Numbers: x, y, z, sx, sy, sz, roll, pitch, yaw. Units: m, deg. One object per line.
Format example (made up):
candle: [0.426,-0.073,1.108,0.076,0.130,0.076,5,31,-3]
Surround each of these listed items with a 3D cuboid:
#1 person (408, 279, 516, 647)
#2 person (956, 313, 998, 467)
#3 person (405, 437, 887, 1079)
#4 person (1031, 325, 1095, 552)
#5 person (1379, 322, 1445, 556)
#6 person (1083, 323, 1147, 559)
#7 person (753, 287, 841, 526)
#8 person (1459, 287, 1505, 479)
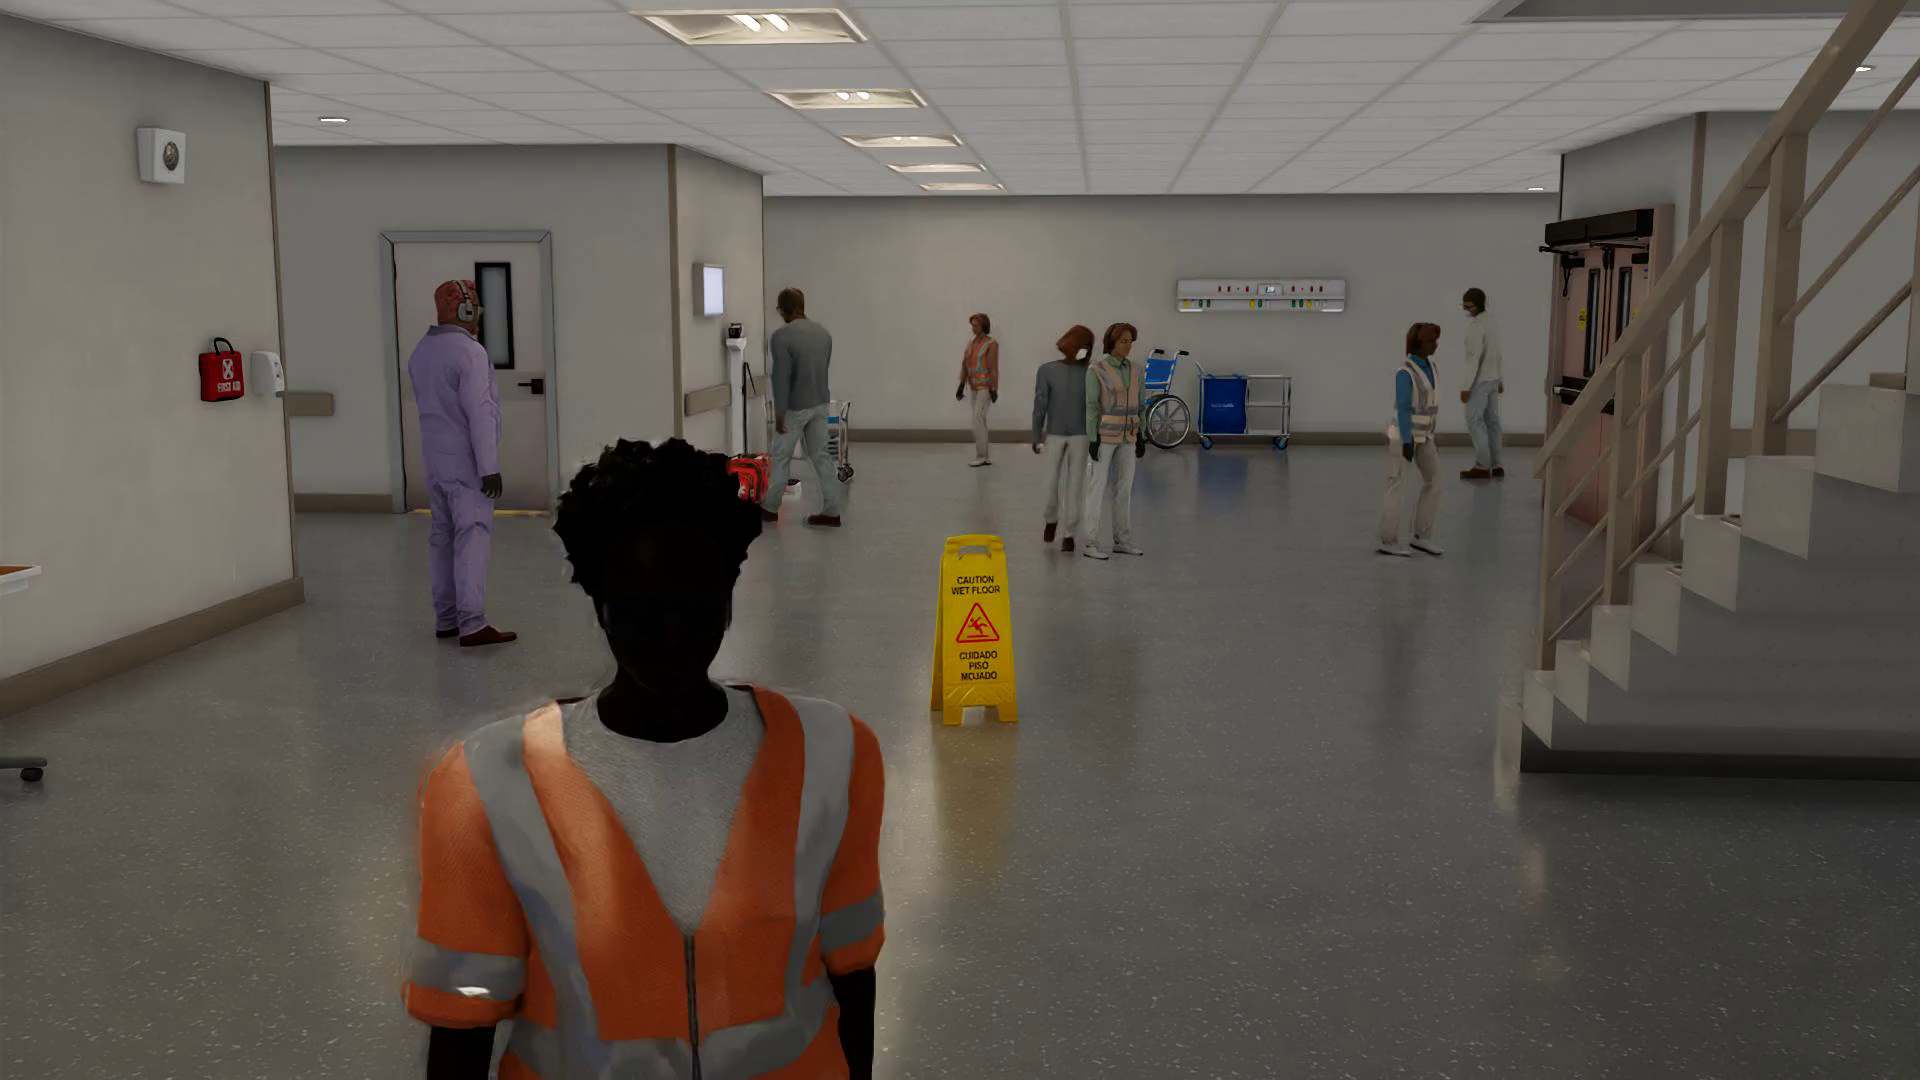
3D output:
person: [-2.593,-0.402,8.696,0.401,1.901,0.646,-8,12,-43]
person: [0.178,-1.580,17.618,0.424,1.627,0.567,-5,10,-29]
person: [-0.348,0.701,1.930,0.540,1.671,0.740,-3,9,-18]
person: [0.776,-0.724,11.854,0.531,1.610,0.389,1,8,4]
person: [3.164,-0.685,11.487,0.549,1.622,0.561,7,11,40]
person: [1.069,-0.681,11.497,0.514,1.630,0.318,-6,10,-35]
person: [-1.344,-1.052,13.172,0.840,1.892,0.667,8,11,42]
person: [5.213,-1.551,16.543,0.397,1.900,0.798,6,11,37]
